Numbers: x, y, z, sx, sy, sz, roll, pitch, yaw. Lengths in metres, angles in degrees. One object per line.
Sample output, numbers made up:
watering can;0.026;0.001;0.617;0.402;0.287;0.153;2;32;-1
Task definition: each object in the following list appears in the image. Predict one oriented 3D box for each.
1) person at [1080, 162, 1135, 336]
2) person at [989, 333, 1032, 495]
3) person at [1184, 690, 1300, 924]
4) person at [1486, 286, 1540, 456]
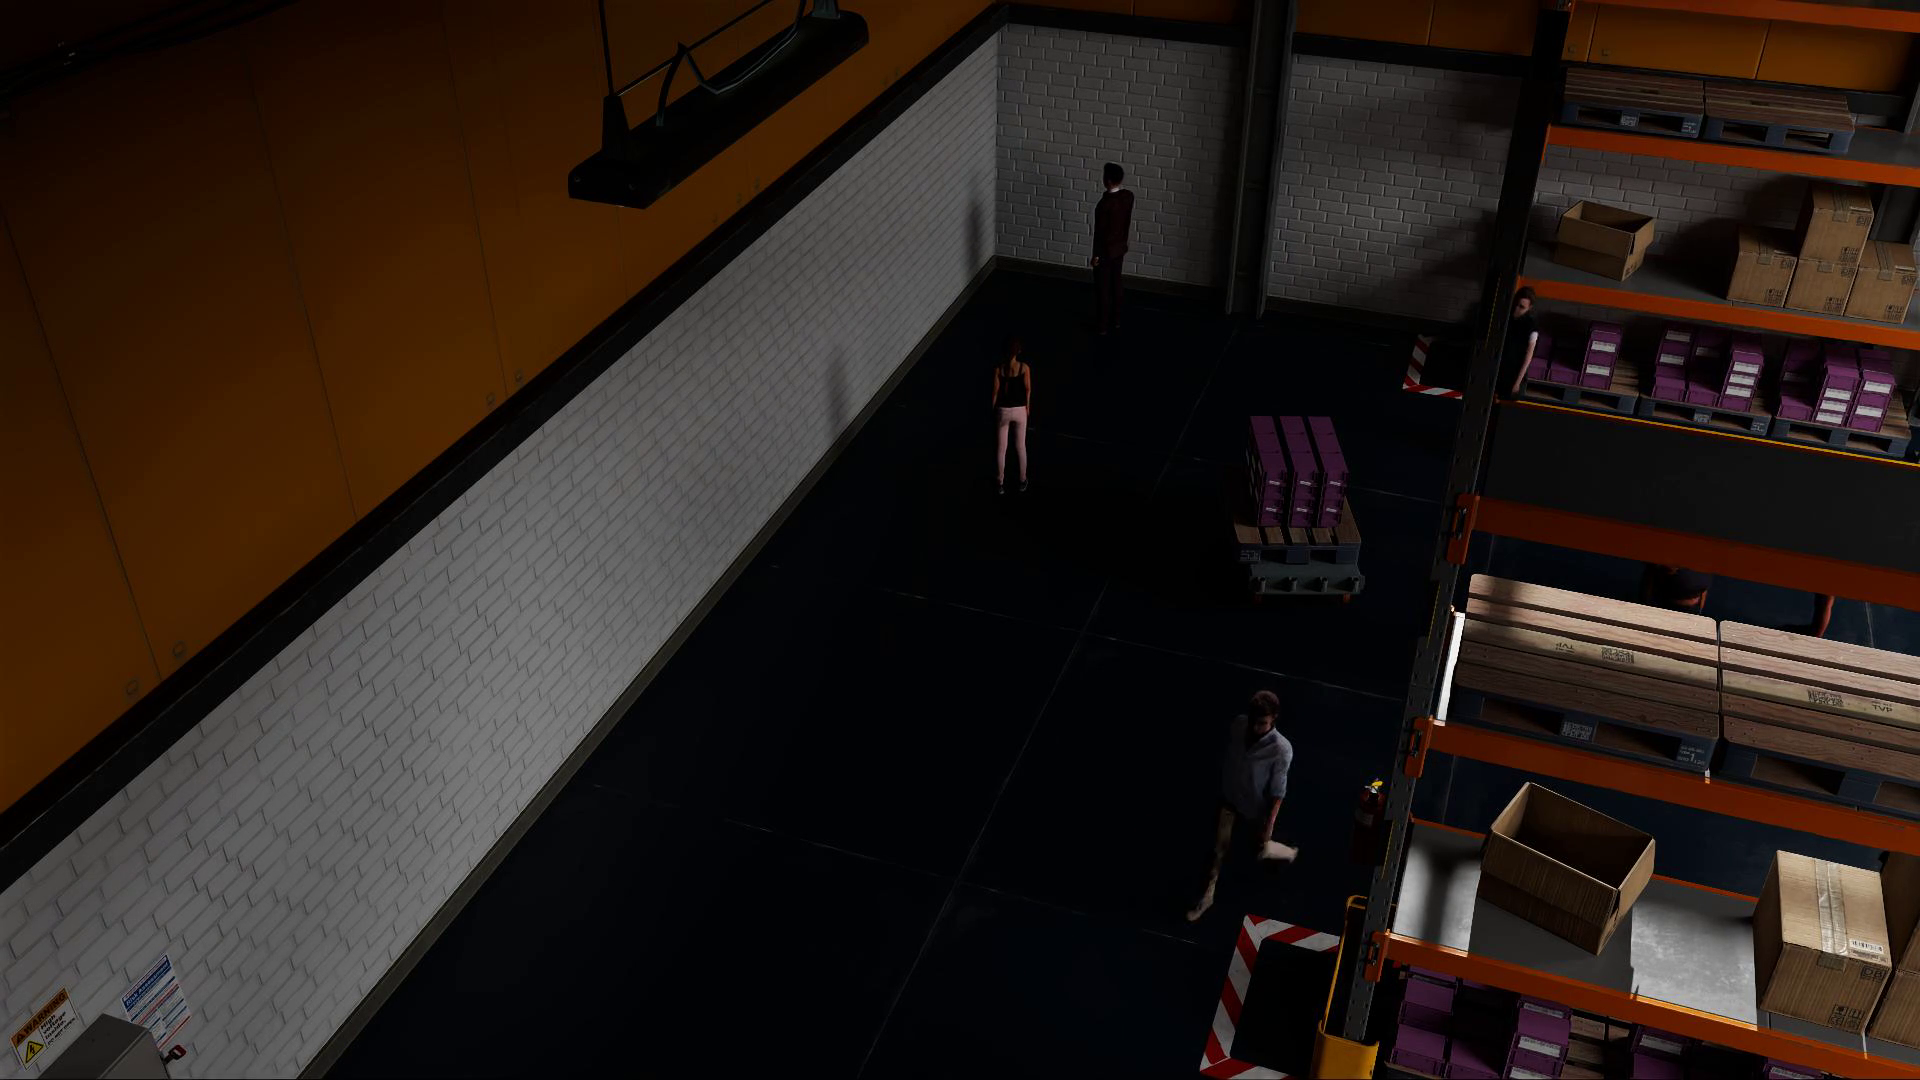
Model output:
person;1.581;-3.077;17.524;0.758;1.866;0.771;29;43;36
person;0.447;-1.137;14.877;0.566;1.565;0.670;-3;34;-5
person;1.896;1.638;10.478;1.070;1.812;1.165;-24;40;-31
person;5.026;-1.544;15.274;0.973;1.803;0.927;-13;36;-18
